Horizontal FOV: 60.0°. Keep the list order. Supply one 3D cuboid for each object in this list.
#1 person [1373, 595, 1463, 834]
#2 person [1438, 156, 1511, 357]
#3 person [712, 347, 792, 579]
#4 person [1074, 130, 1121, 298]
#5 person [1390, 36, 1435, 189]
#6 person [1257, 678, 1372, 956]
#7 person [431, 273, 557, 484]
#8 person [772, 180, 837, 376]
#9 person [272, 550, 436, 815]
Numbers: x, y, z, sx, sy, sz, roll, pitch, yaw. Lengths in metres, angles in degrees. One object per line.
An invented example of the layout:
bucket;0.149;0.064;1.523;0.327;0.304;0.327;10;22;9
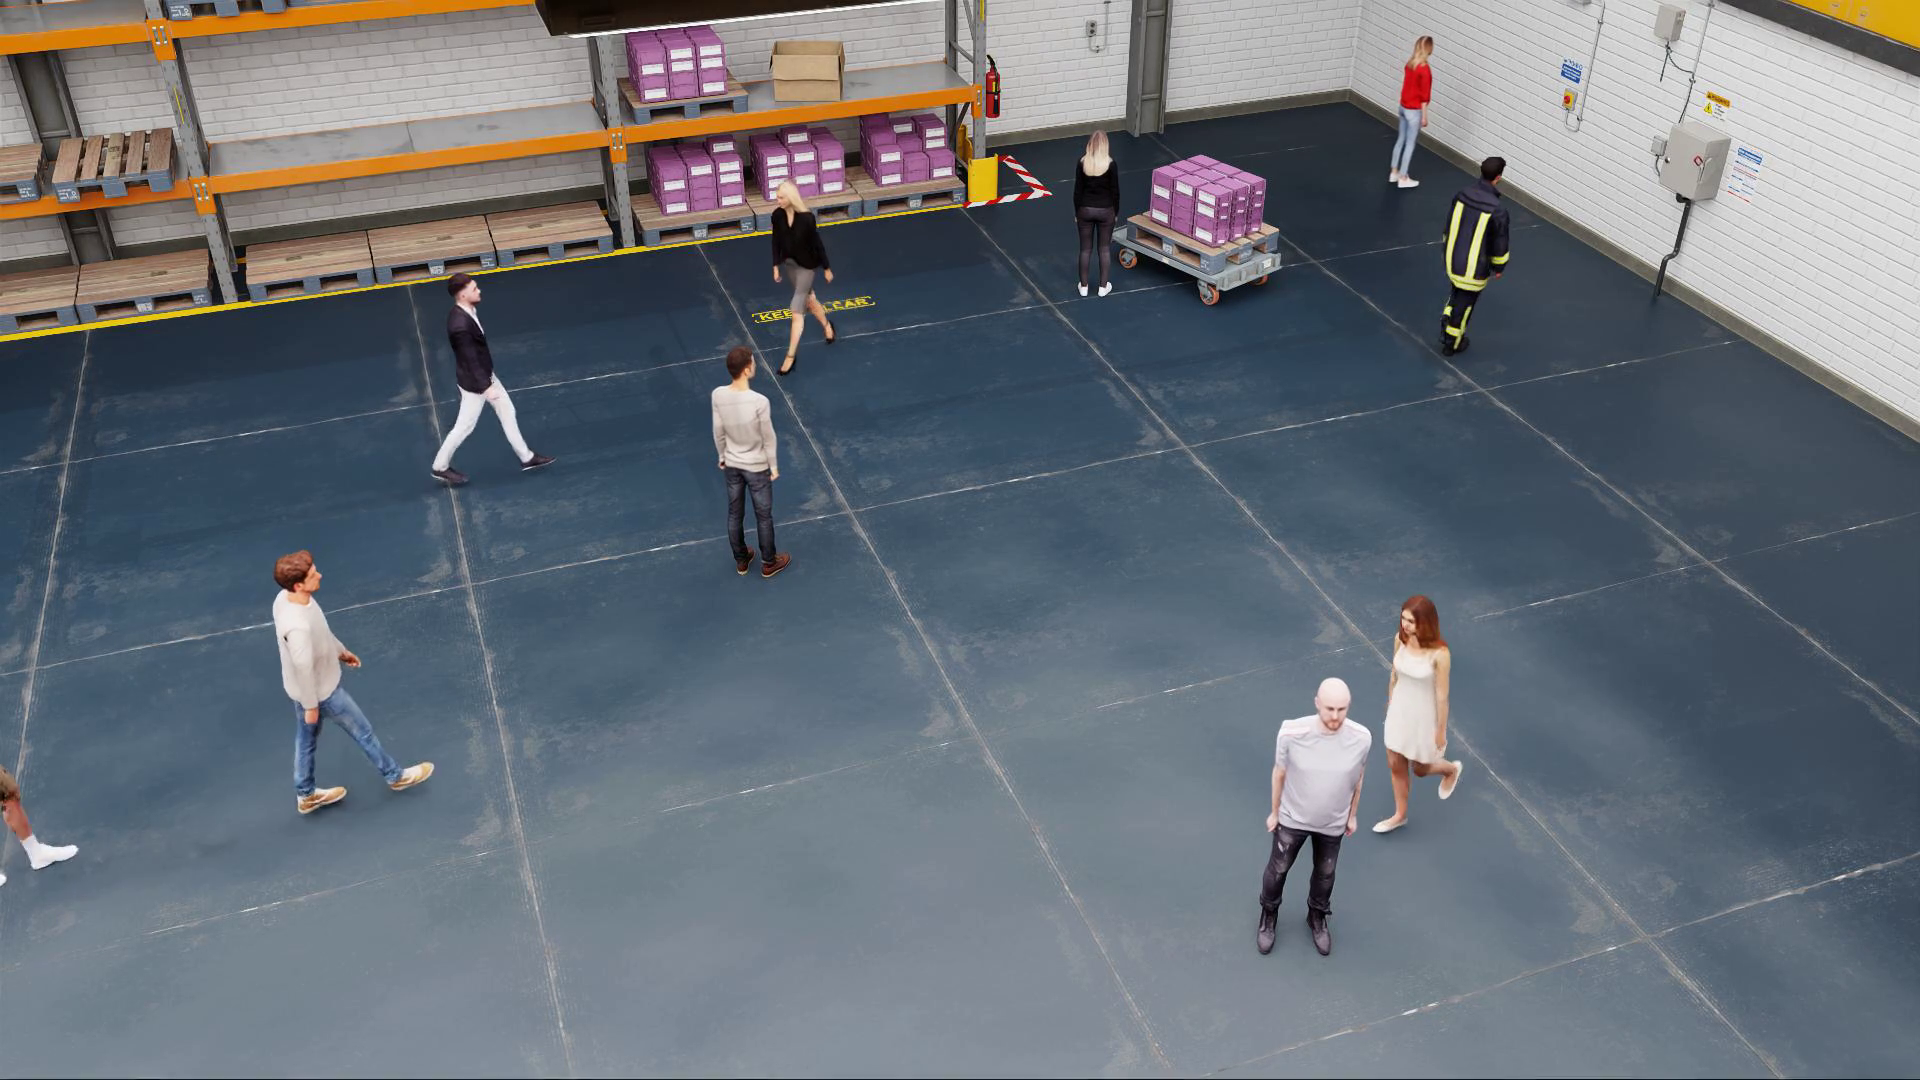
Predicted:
person;2.792;1.026;9.995;0.952;1.686;0.735;-26;42;-34
person;4.605;-2.558;15.178;0.790;1.917;0.873;-21;39;-29
person;-1.565;-0.557;12.217;0.724;1.863;0.799;12;35;18
person;1.335;-3.204;16.358;0.635;1.687;0.745;6;34;9
person;5.102;-4.852;18.822;0.520;1.704;0.615;-9;35;-14
person;1.941;1.502;9.146;0.666;1.833;0.801;2;34;3
person;-3.970;-1.235;13.296;1.273;1.796;0.823;-5;34;-8
person;-1.379;-2.423;15.093;1.151;1.787;1.258;14;36;20
person;-3.971;0.909;10.012;1.106;1.862;0.766;-18;37;-24
